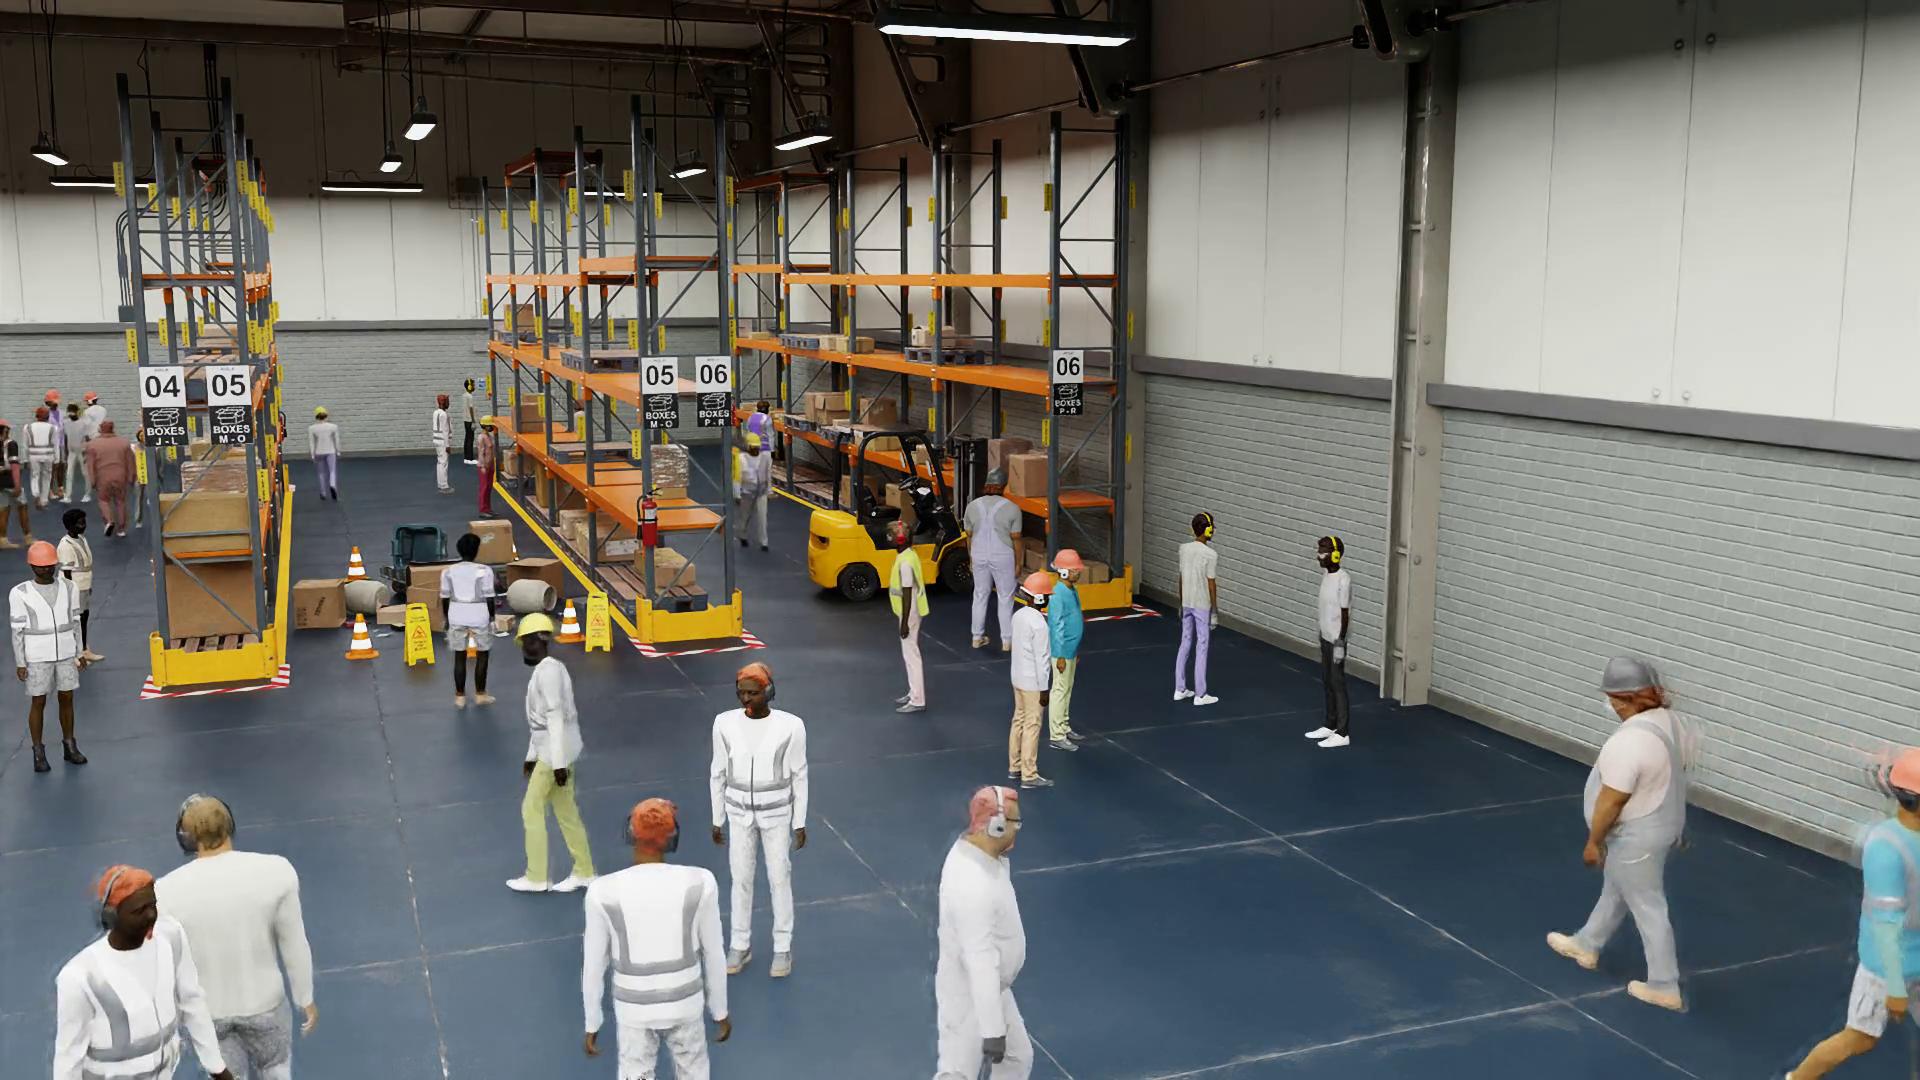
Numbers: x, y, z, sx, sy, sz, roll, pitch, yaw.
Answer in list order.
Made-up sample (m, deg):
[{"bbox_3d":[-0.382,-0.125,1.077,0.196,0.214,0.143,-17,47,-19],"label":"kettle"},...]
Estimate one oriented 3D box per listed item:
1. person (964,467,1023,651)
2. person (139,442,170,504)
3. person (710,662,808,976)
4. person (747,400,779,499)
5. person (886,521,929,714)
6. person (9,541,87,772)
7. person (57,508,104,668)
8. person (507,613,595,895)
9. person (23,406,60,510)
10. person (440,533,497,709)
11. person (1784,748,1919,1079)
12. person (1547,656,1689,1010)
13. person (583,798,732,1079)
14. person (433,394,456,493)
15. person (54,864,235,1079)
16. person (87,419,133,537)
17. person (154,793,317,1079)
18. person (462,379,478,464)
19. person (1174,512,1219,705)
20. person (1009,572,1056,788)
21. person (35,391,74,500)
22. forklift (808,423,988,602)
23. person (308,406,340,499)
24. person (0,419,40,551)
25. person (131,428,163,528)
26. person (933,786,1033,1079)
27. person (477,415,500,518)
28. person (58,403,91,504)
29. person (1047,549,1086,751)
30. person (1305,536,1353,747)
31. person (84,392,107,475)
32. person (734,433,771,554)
[{"bbox_3d":[0.406,0.195,18.420,0.685,2.000,0.535,4,10,26],"label":"person"},{"bbox_3d":[-14.594,-1.466,30.148,0.507,1.631,0.266,-7,12,-39],"label":"person"},{"bbox_3d":[-1.187,1.640,9.813,0.584,1.882,0.337,1,9,8],"label":"person"},{"bbox_3d":[-3.646,-1.676,30.841,0.621,1.838,0.429,7,11,38],"label":"person"},{"bbox_3d":[-0.495,0.722,15.784,0.407,1.831,0.579,-1,9,-4],"label":"person"},{"bbox_3d":[-7.605,0.961,13.924,0.368,1.935,0.552,8,12,41],"label":"person"},{"bbox_3d":[-9.340,0.504,17.586,0.320,1.687,0.537,-1,9,-8],"label":"person"},{"bbox_3d":[-2.787,1.440,11.147,0.666,1.864,0.679,-1,9,-5],"label":"person"},{"bbox_3d":[-16.130,-1.424,29.227,0.598,1.862,0.695,-4,10,-24],"label":"person"},{"bbox_3d":[-4.683,0.776,15.863,0.574,1.693,0.329,1,9,7],"label":"person"},{"bbox_3d":[4.331,1.921,7.722,0.615,2.003,1.021,-7,12,-38],"label":"person"},{"bbox_3d":[3.751,1.608,9.528,0.973,2.000,0.697,9,12,43],"label":"person"},{"bbox_3d":[-1.329,2.048,7.321,0.649,1.874,0.523,-2,9,-11],"label":"person"},{"bbox_3d":[-9.844,-1.832,31.693,0.359,1.880,0.575,-6,11,-31],"label":"person"},{"bbox_3d":[-3.195,2.174,6.588,0.956,1.832,0.589,3,9,16],"label":"person"},{"bbox_3d":[-13.385,-0.967,26.227,0.649,1.893,0.443,-6,11,-35],"label":"person"},{"bbox_3d":[-3.161,2.032,7.236,0.663,1.919,0.433,-4,10,-24],"label":"person"},{"bbox_3d":[-10.753,-2.595,36.513,0.334,1.873,0.521,-6,11,-34],"label":"person"},{"bbox_3d":[2.302,0.659,16.091,0.328,1.861,0.505,-7,11,-37],"label":"person"},{"bbox_3d":[0.607,1.124,13.504,0.355,1.744,0.564,-3,10,-19],"label":"person"},{"bbox_3d":[-16.726,-1.745,30.744,0.534,2.027,0.643,4,10,25],"label":"person"},{"bbox_3d":[-0.830,-0.399,21.676,2.313,2.155,1.214,-4,10,-21],"label":"forklift"},{"bbox_3d":[-11.672,-1.588,30.557,0.534,1.744,0.626,-4,10,-22],"label":"person"},{"bbox_3d":[-14.363,-0.844,25.141,0.697,1.977,0.782,2,9,13],"label":"person"},{"bbox_3d":[-13.363,-1.017,27.304,0.515,1.641,0.314,-6,11,-32],"label":"person"},{"bbox_3d":[0.146,2.025,7.409,0.697,1.871,0.715,1,9,4],"label":"person"},{"bbox_3d":[-8.076,-1.258,28.460,0.336,1.757,0.518,1,9,7],"label":"person"},{"bbox_3d":[-16.011,-1.551,30.073,0.551,1.823,0.912,0,9,1],"label":"person"},{"bbox_3d":[0.937,0.947,14.574,0.320,1.755,0.563,3,9,16],"label":"person"},{"bbox_3d":[3.277,0.887,14.645,0.322,1.862,0.509,-2,9,-10],"label":"person"},{"bbox_3d":[-17.838,-2.180,34.304,0.349,1.743,0.563,2,9,14],"label":"person"},{"bbox_3d":[-3.128,-0.728,25.032,0.599,1.796,0.921,-4,10,-26],"label":"person"}]
